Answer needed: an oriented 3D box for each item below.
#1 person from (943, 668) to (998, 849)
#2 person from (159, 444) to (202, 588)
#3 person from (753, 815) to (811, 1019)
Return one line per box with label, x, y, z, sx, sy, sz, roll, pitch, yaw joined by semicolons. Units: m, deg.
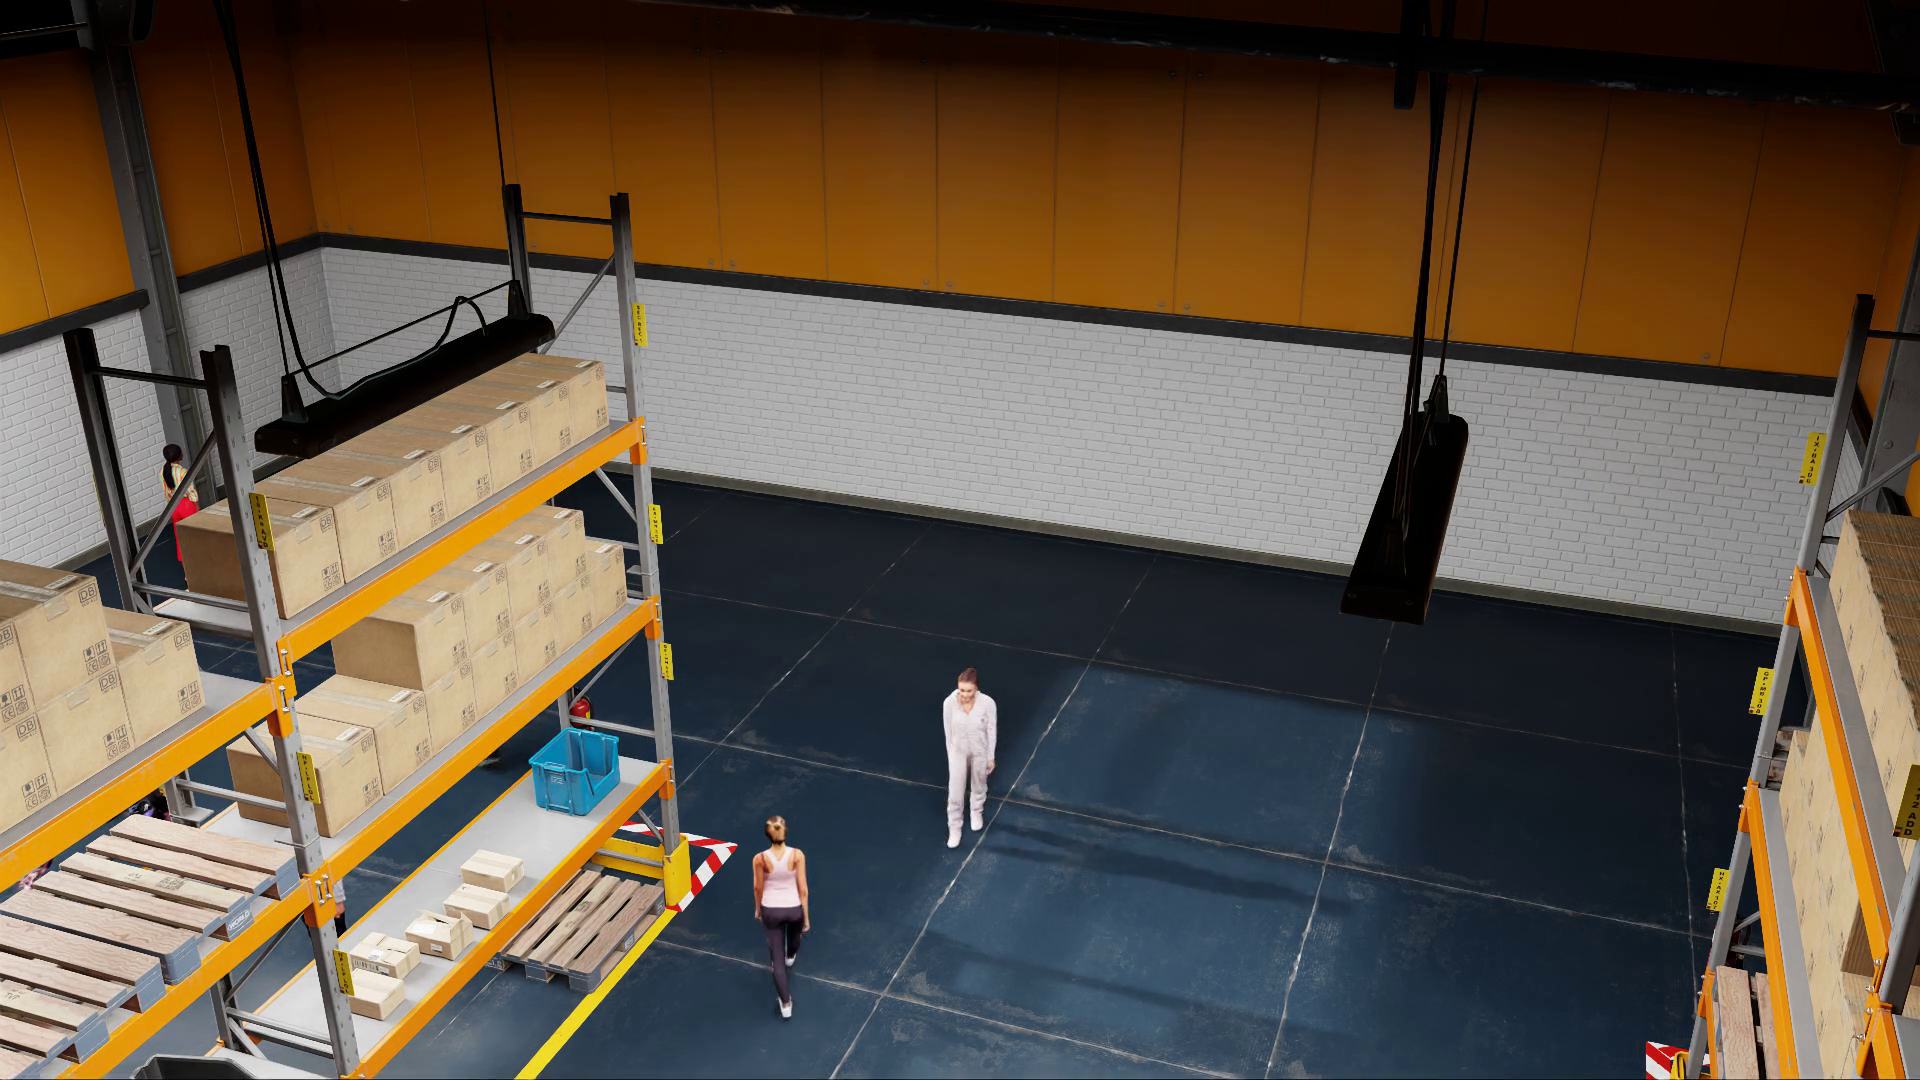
person;0.107;1.860;14.915;0.783;1.663;0.939;1;24;2
person;-9.168;-0.296;19.684;0.612;1.793;0.557;5;24;12
person;-1.341;2.887;12.645;0.917;1.600;1.129;-4;24;-8
